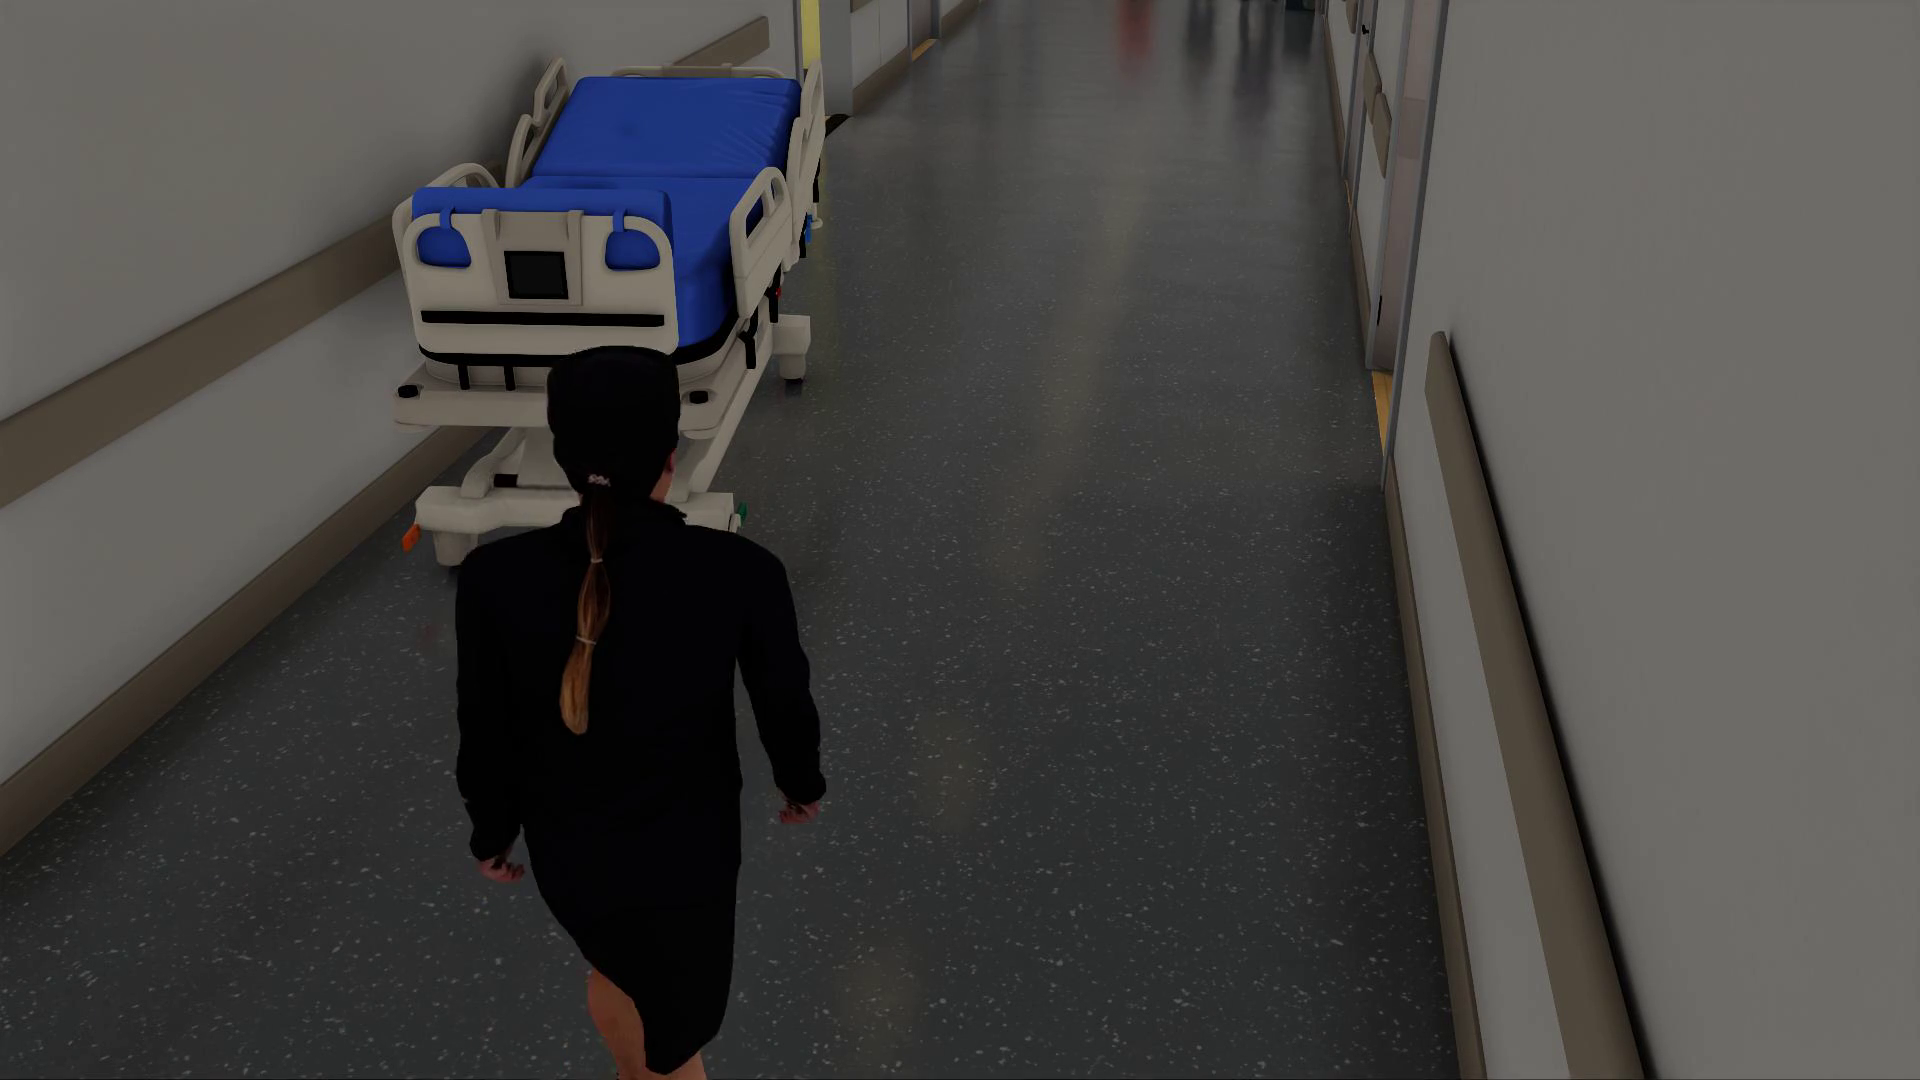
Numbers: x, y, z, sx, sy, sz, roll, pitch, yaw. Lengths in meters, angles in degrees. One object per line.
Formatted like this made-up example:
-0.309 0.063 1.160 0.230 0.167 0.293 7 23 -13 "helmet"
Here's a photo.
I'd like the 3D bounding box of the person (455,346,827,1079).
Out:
-0.529 0.545 2.670 0.822 1.652 0.874 -1 26 -1 "person"
